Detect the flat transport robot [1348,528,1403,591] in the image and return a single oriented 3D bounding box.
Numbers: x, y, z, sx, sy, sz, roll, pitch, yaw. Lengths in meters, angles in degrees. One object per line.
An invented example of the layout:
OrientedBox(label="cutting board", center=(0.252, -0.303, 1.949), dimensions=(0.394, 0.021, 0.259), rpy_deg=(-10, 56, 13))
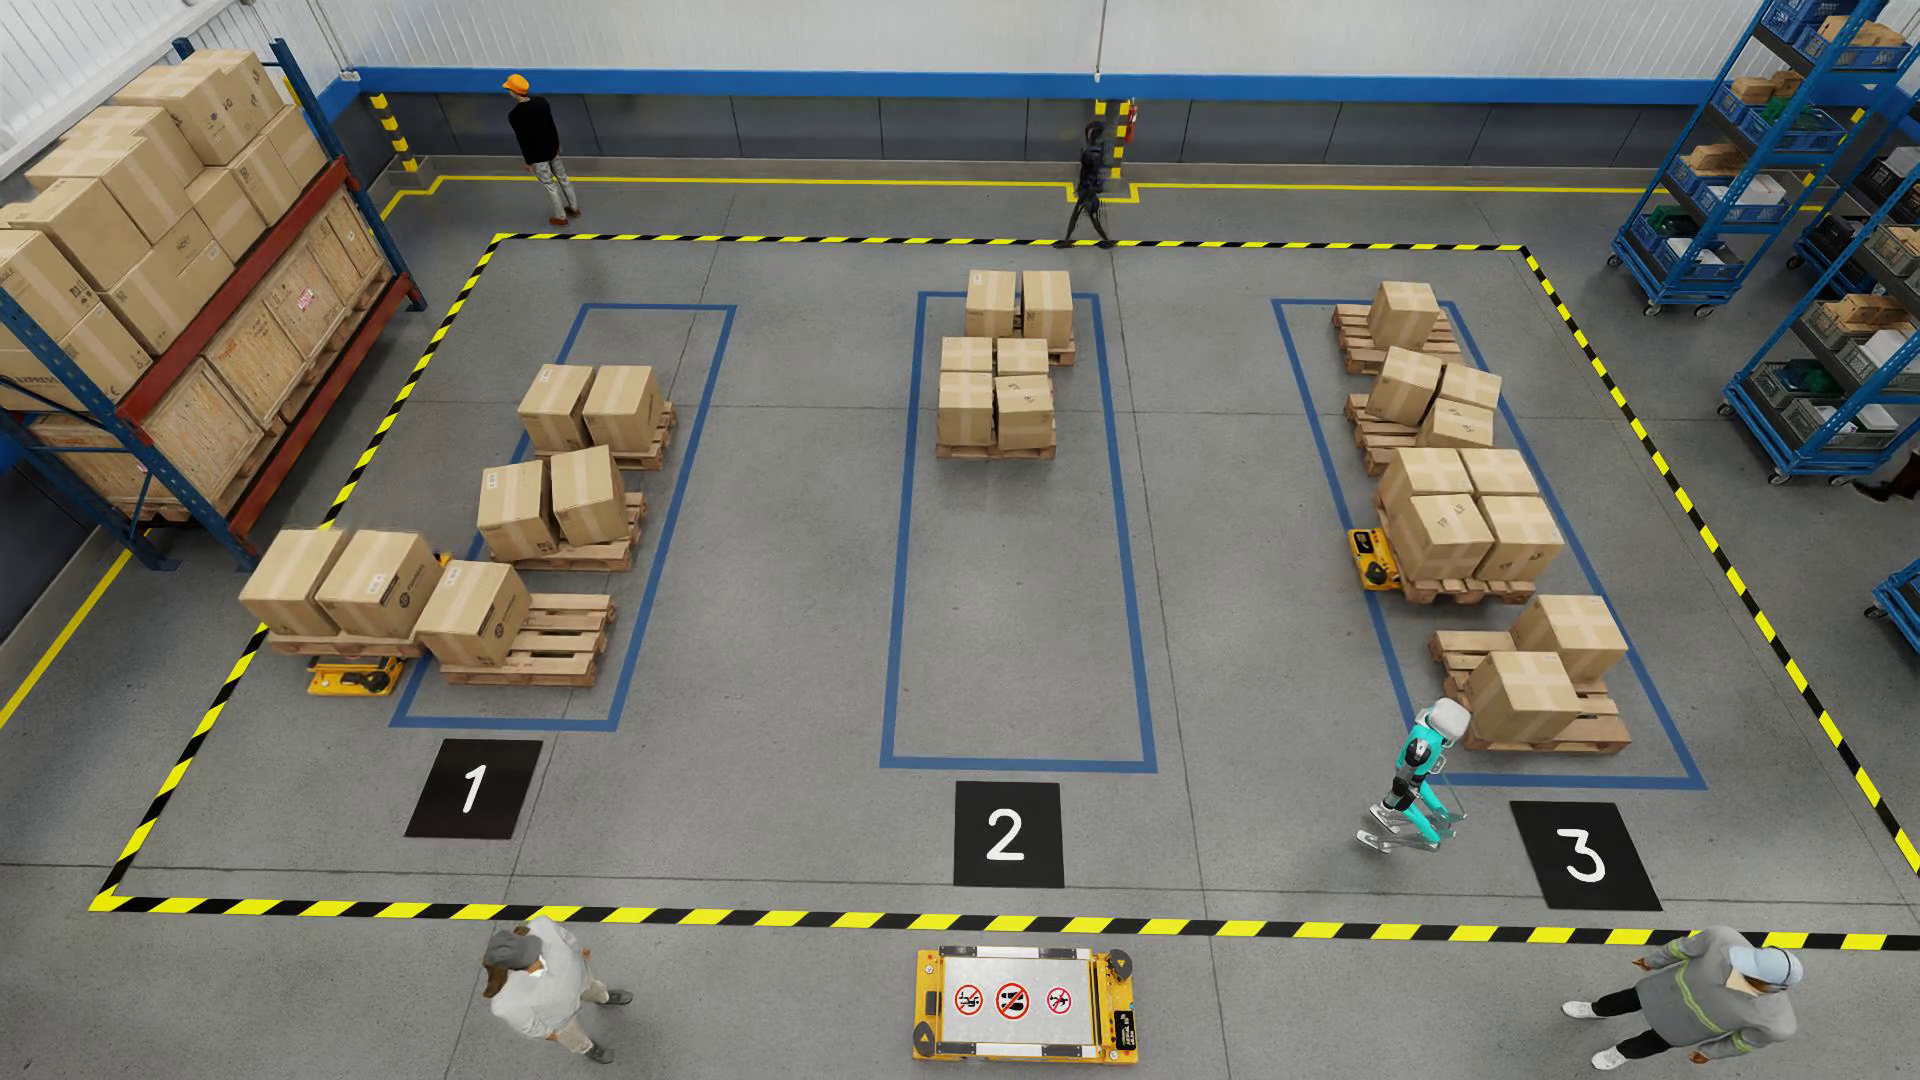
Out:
OrientedBox(label="flat transport robot", center=(4.354, 0.149, 8.346), dimensions=(1.431, 0.197, 0.652), rpy_deg=(1, 51, 1))

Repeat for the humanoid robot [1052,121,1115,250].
OrientedBox(label="humanoid robot", center=(1.587, -4.223, 11.061), dimensions=(0.782, 1.644, 0.590), rpy_deg=(-7, 51, -5))

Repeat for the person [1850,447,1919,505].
OrientedBox(label="person", center=(9.019, -1.040, 8.243), dimensions=(0.610, 1.965, 0.382), rpy_deg=(-24, 55, -18))

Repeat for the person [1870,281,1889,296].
OrientedBox(label="person", center=(10.312, -3.011, 9.863), dimensions=(0.634, 1.937, 0.352), rpy_deg=(2, 51, 2))

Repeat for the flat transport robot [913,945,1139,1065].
OrientedBox(label="flat transport robot", center=(0.422, 3.041, 6.007), dimensions=(1.431, 0.231, 0.659), rpy_deg=(1, 51, 1))

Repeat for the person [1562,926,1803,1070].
OrientedBox(label="person", center=(4.155, 2.679, 5.281), dimensions=(0.388, 1.849, 0.597), rpy_deg=(-7, 51, -6))

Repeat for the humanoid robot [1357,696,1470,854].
OrientedBox(label="humanoid robot", center=(3.143, 1.682, 6.078), dimensions=(0.735, 1.681, 0.533), rpy_deg=(35, 59, 25))

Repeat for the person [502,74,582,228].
OrientedBox(label="person", center=(-5.174, -4.803, 11.360), dimensions=(0.360, 1.884, 0.586), rpy_deg=(22, 54, 17))

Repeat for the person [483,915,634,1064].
OrientedBox(label="person", center=(-2.370, 2.634, 5.369), dimensions=(0.397, 1.769, 0.567), rpy_deg=(6, 51, 5))

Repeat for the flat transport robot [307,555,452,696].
OrientedBox(label="flat transport robot", center=(-5.009, 0.676, 7.917), dimensions=(0.652, 0.197, 1.431), rpy_deg=(1, 51, 1))
